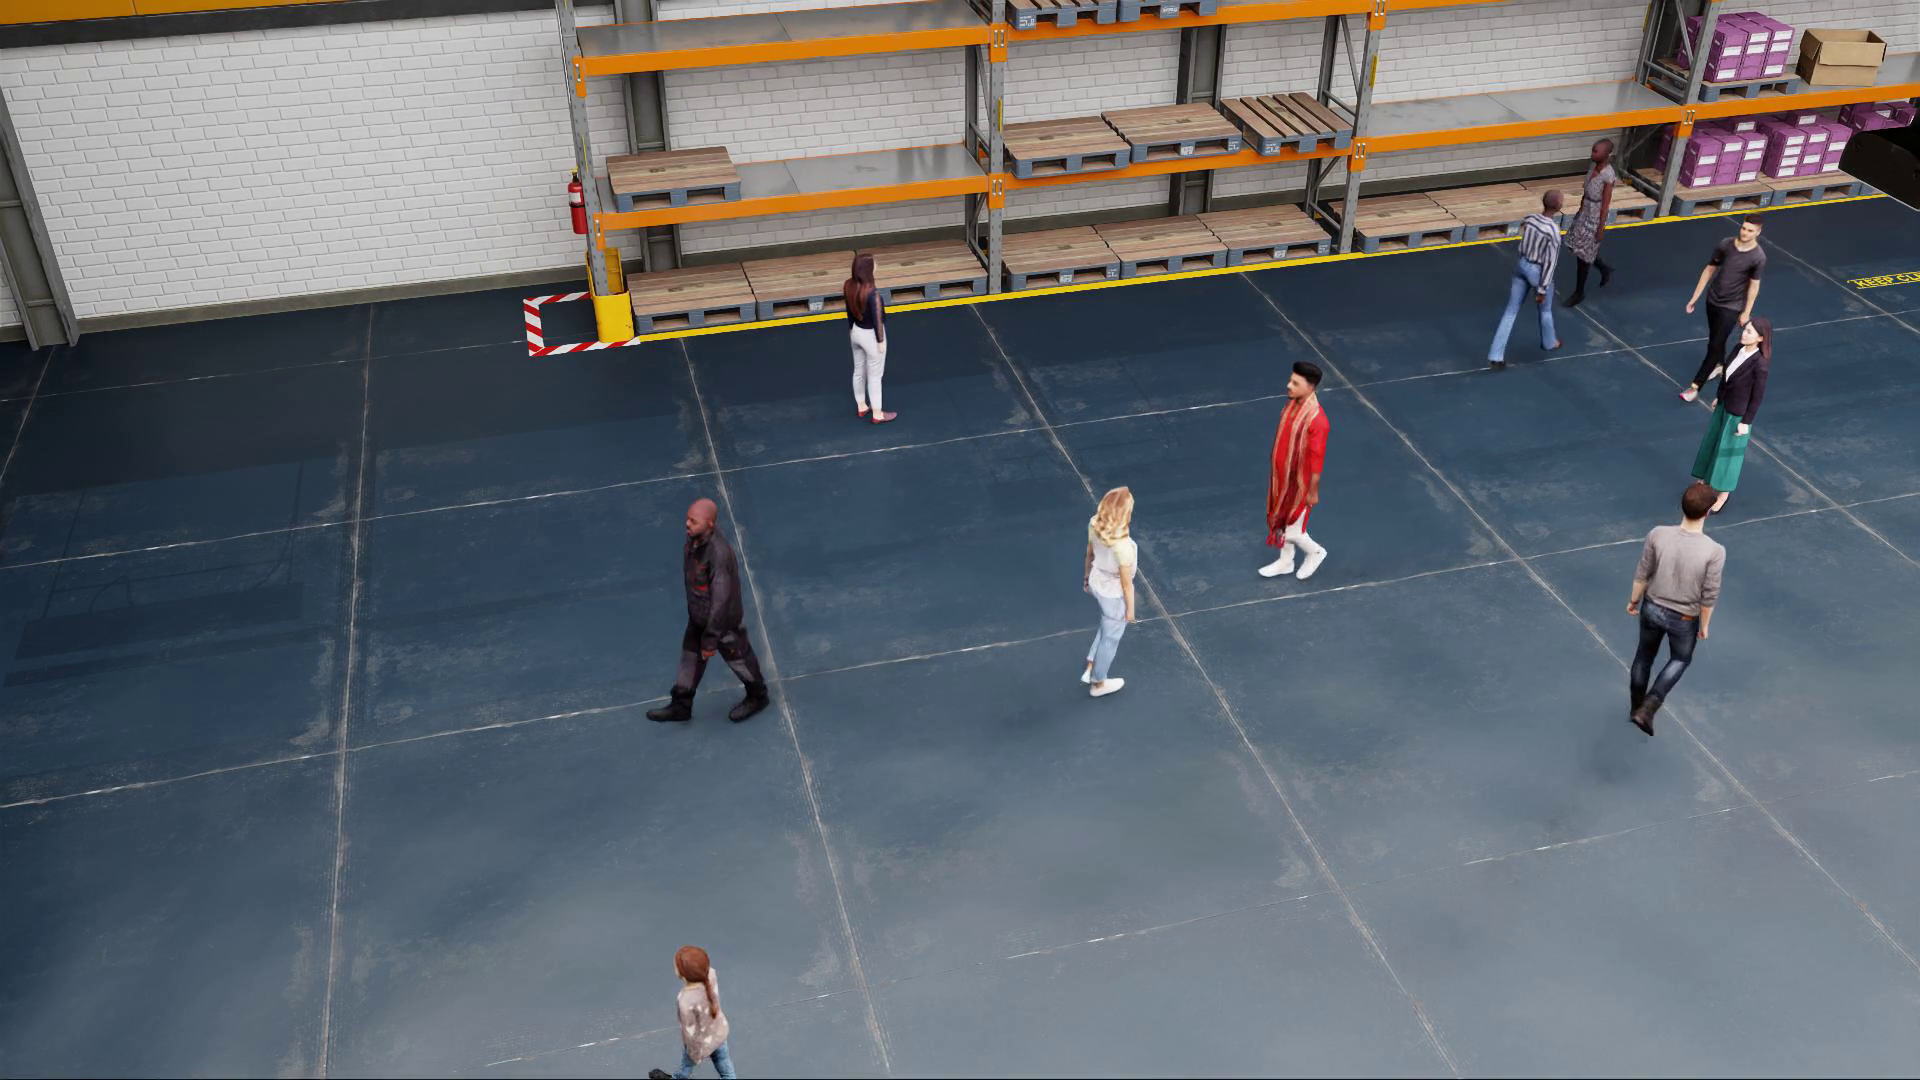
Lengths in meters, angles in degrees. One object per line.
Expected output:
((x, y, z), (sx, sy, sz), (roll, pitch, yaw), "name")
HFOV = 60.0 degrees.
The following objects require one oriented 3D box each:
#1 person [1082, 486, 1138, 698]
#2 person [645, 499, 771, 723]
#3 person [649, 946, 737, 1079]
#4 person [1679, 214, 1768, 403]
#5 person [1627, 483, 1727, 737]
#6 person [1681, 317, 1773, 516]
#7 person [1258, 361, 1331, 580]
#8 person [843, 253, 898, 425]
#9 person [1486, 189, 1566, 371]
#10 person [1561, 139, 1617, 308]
((0.956, 0.395, 11.385), (0.697, 1.712, 0.699), (-17, 37, -24), "person")
((-1.537, 0.461, 11.209), (1.187, 1.797, 0.932), (-18, 38, -25), "person")
((-1.279, 2.565, 8.606), (0.810, 1.174, 0.758), (19, 38, 27), "person")
((7.038, -2.170, 15.233), (1.207, 1.724, 0.888), (-21, 39, -28), "person")
((4.686, 0.519, 11.033), (0.949, 1.895, 1.032), (25, 41, 33), "person")
((6.271, -1.022, 13.492), (0.516, 1.739, 0.632), (-7, 34, -10), "person")
((2.639, -0.517, 12.610), (0.781, 1.874, 0.698), (-10, 35, -15), "person")
((-0.808, -1.795, 14.774), (0.689, 1.607, 0.683), (-27, 42, -34), "person")
((5.273, -2.388, 15.543), (1.243, 1.745, 0.870), (-18, 38, -25), "person")
((6.421, -3.185, 16.713), (0.879, 1.774, 0.708), (-5, 34, -8), "person")
